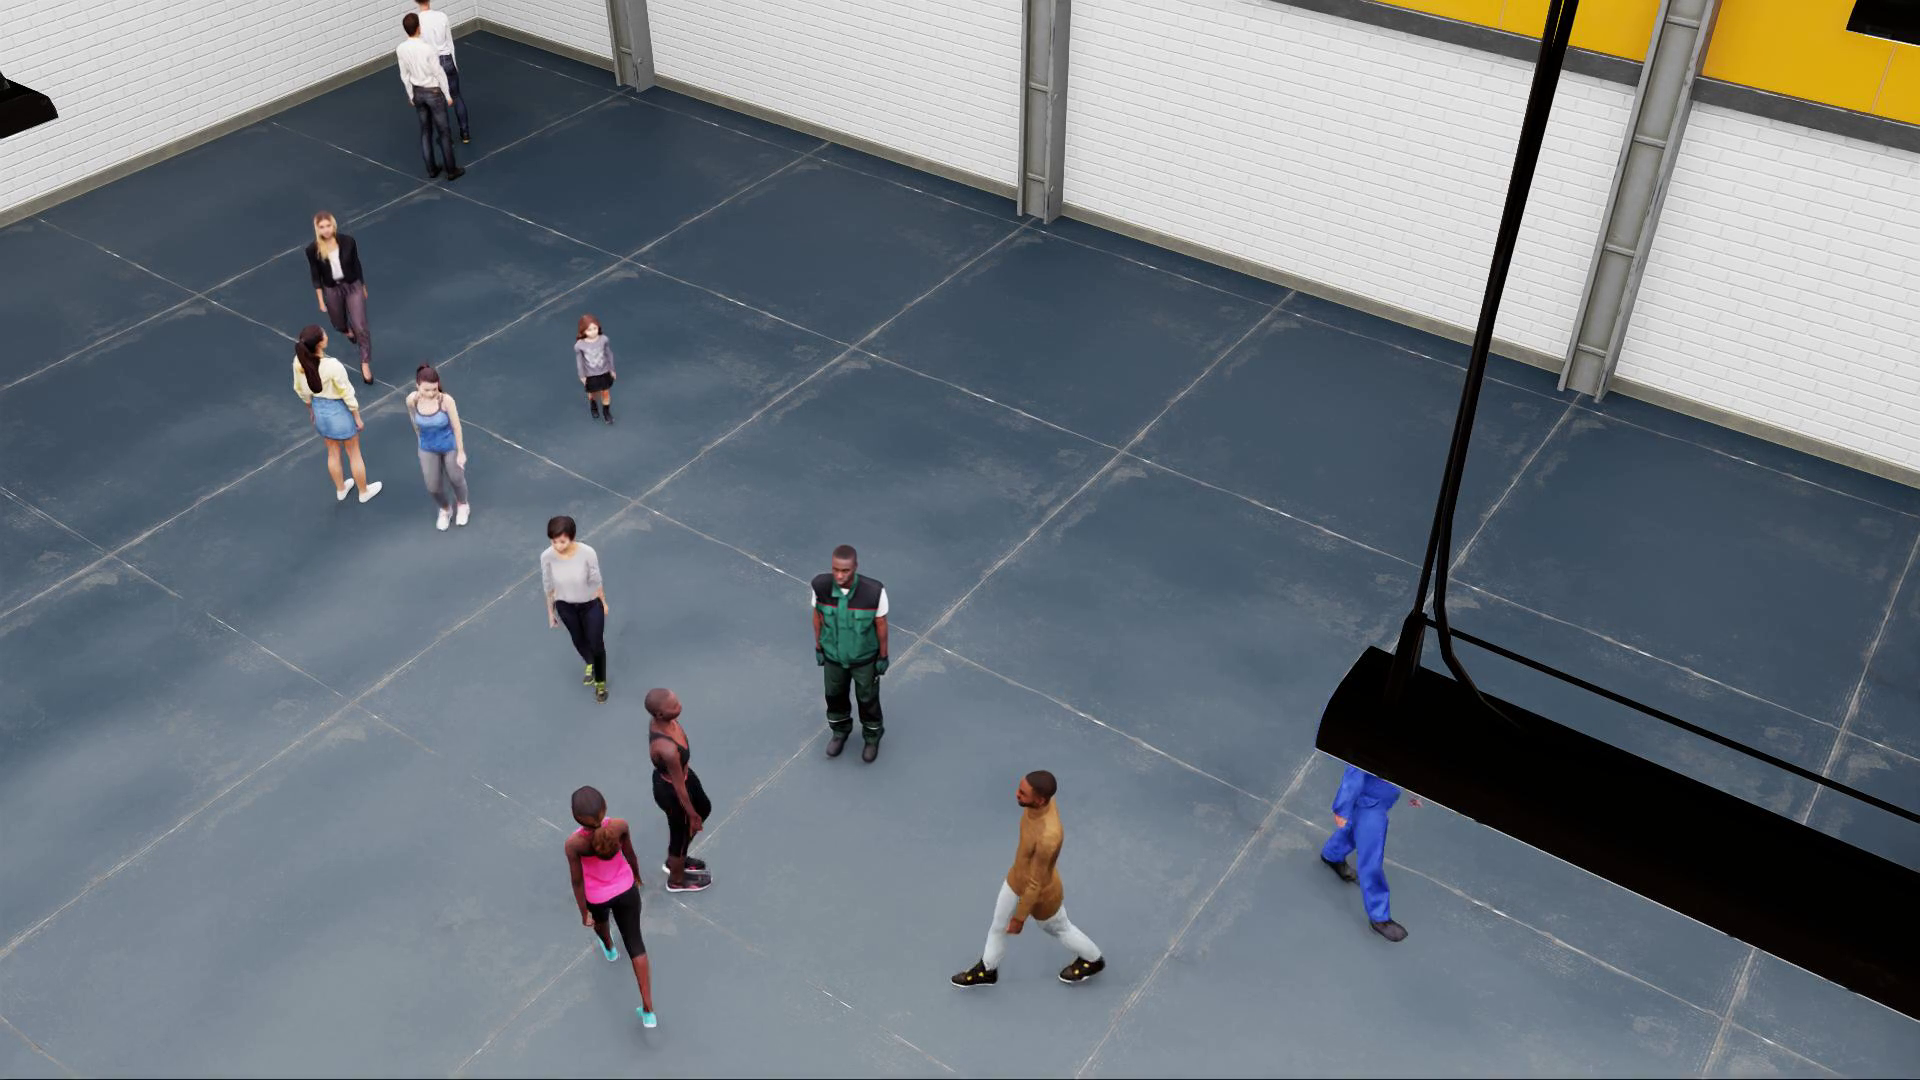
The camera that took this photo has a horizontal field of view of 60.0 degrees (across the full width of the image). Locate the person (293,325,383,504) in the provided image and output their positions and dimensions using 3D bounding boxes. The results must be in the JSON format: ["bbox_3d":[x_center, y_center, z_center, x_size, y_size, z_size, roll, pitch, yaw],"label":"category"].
[{"bbox_3d":[-5.146,-1.031,13.646,0.615,1.630,0.773,8,39,10],"label":"person"}]

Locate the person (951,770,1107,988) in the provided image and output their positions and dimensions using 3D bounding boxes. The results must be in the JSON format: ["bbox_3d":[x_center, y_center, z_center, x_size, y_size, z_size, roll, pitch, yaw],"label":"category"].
[{"bbox_3d":[0.536,2.028,9.700,1.172,1.774,1.172,-9,39,-11],"label":"person"}]

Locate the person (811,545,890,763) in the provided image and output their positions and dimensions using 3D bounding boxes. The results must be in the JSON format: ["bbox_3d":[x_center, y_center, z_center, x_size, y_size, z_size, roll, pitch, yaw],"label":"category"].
[{"bbox_3d":[-0.738,0.746,11.255,0.682,1.836,0.820,7,39,9],"label":"person"}]

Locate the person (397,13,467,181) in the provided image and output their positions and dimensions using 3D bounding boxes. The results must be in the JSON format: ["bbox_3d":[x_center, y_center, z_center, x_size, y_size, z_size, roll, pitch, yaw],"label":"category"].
[{"bbox_3d":[-5.826,-4.851,18.235,0.617,1.871,0.784,8,39,10],"label":"person"}]

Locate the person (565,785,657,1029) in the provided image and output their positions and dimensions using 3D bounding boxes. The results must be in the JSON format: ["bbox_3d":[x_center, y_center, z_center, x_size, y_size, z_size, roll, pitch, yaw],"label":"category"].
[{"bbox_3d":[-1.998,2.120,9.657,0.964,1.684,1.201,-16,41,-19],"label":"person"}]

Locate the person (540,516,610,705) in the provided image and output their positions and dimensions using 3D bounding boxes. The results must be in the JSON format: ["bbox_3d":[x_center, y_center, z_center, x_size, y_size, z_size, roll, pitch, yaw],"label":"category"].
[{"bbox_3d":[-2.722,0.397,11.931,0.764,1.538,0.811,0,39,0],"label":"person"}]

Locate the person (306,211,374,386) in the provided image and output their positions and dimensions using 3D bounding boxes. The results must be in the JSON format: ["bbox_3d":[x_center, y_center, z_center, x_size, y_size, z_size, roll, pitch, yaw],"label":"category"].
[{"bbox_3d":[-5.631,-2.256,15.169,0.924,1.643,1.092,-15,41,-18],"label":"person"}]

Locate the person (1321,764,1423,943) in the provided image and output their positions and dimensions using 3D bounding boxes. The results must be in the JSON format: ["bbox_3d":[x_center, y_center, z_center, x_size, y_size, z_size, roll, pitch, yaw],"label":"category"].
[{"bbox_3d":[2.495,1.538,10.297,0.968,1.795,1.184,-26,45,-29],"label":"person"}]

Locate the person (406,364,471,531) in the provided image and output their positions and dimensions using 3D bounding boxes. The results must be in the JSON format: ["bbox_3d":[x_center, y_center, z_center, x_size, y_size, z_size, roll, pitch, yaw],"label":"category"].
[{"bbox_3d":[-4.168,-0.765,13.354,0.724,1.578,0.784,7,39,8],"label":"person"}]

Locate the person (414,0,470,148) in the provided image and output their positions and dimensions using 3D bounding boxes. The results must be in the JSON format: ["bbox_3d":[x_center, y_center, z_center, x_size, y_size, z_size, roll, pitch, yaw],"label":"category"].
[{"bbox_3d":[-5.924,-5.383,18.902,0.696,1.872,0.694,-24,44,-27],"label":"person"}]

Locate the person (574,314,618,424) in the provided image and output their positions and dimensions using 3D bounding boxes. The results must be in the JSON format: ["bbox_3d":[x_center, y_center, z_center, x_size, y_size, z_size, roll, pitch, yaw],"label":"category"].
[{"bbox_3d":[-3.228,-1.536,14.707,0.564,1.096,0.616,-19,42,-22],"label":"person"}]

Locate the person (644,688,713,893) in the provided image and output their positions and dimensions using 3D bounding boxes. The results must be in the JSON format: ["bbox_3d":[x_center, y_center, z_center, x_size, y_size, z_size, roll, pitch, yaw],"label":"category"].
[{"bbox_3d":[-1.853,1.573,10.293,0.783,1.745,0.716,-9,39,-11],"label":"person"}]
